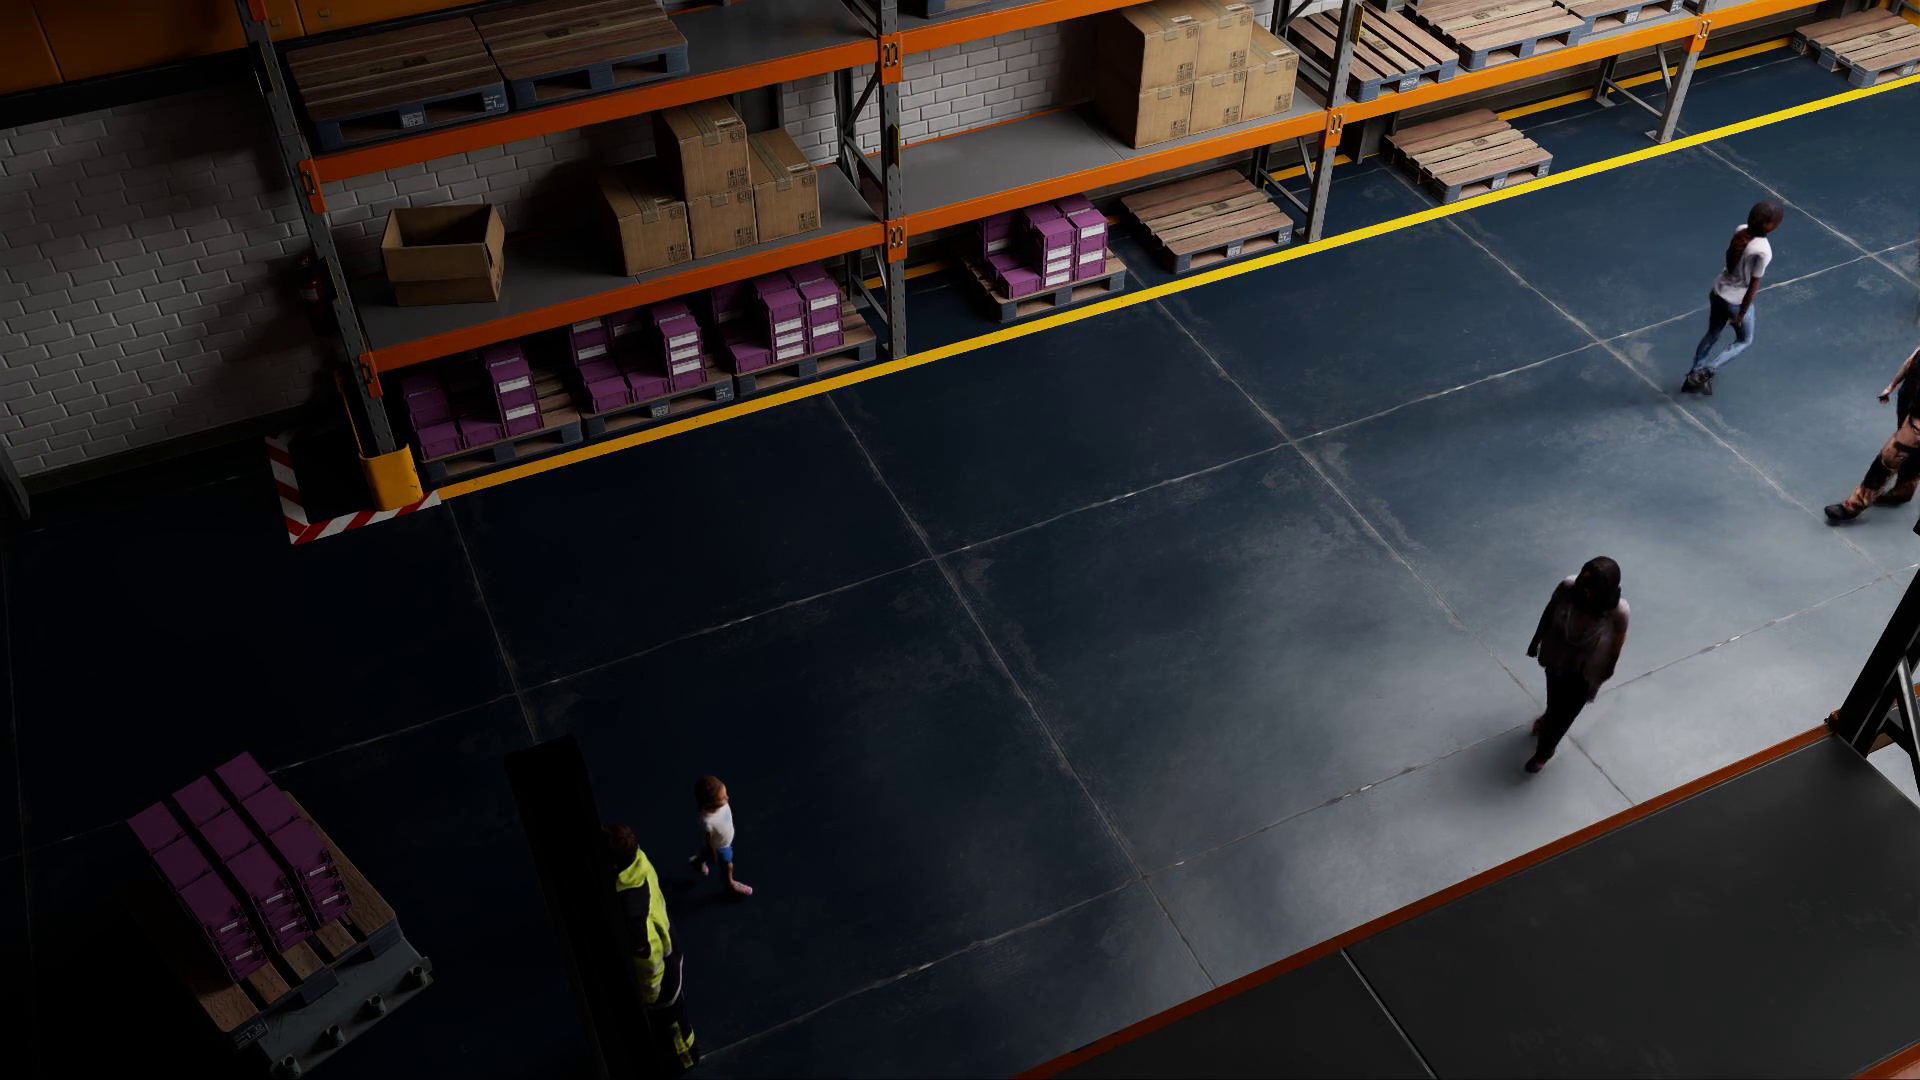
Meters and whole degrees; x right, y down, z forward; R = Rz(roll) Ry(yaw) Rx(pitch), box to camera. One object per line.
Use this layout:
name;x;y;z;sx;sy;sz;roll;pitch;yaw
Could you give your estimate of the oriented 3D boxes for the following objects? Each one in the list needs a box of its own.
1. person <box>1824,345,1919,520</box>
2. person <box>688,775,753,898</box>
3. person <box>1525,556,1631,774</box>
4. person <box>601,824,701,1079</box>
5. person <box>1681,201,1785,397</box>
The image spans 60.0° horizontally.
person;6.806;-0.907;11.583;1.093;1.810;0.886;-4;44;-4
person;-1.417;1.678;9.448;0.681;1.012;0.602;10;45;11
person;3.796;0.650;10.115;0.936;1.581;0.777;-31;52;-29
person;-1.597;2.058;8.347;0.665;1.980;0.792;-13;45;-14
person;5.774;-1.809;12.602;0.681;1.711;0.626;-10;45;-11
